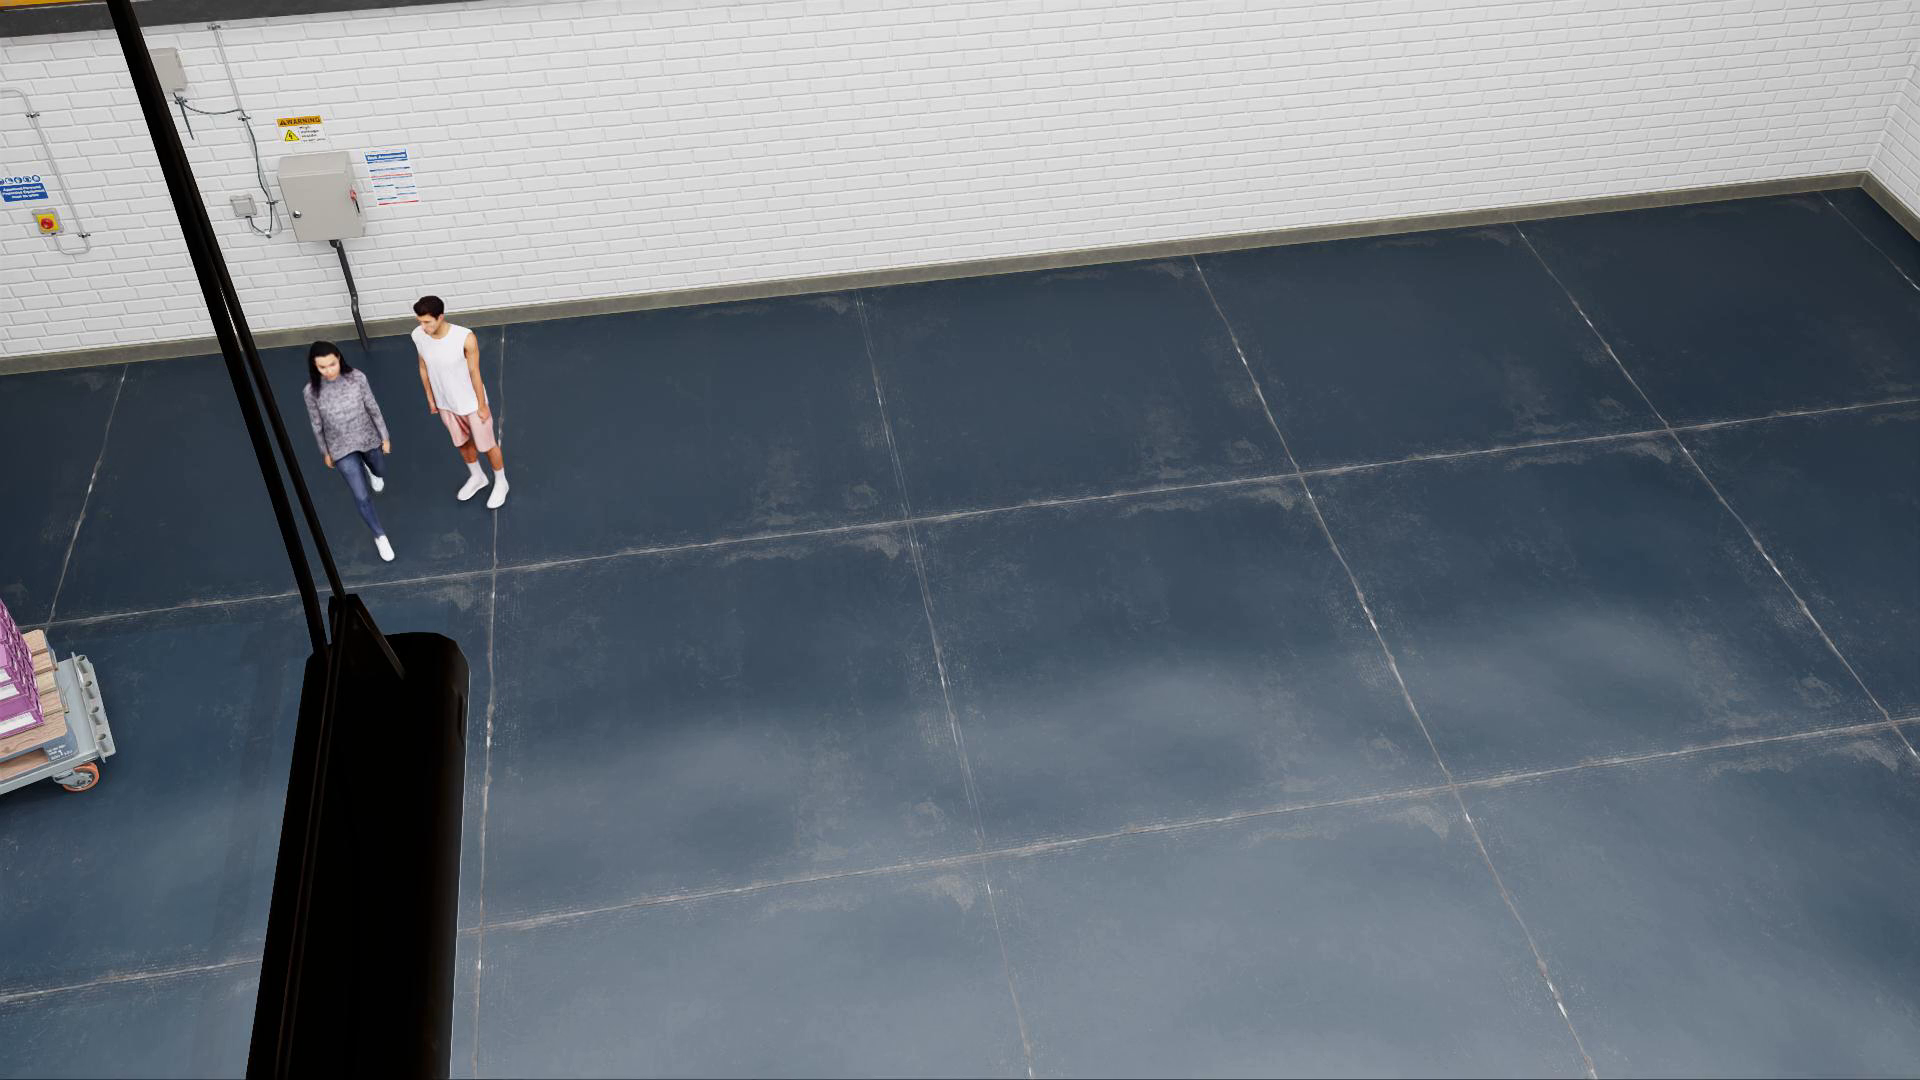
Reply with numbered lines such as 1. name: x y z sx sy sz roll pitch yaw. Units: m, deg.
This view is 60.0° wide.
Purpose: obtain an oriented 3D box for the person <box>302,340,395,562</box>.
1. person: -4.207 -0.718 11.527 0.852 1.705 1.159 -20 47 -20

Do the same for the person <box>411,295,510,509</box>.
1. person: -3.521 -1.014 11.785 0.736 1.778 0.737 11 45 11
